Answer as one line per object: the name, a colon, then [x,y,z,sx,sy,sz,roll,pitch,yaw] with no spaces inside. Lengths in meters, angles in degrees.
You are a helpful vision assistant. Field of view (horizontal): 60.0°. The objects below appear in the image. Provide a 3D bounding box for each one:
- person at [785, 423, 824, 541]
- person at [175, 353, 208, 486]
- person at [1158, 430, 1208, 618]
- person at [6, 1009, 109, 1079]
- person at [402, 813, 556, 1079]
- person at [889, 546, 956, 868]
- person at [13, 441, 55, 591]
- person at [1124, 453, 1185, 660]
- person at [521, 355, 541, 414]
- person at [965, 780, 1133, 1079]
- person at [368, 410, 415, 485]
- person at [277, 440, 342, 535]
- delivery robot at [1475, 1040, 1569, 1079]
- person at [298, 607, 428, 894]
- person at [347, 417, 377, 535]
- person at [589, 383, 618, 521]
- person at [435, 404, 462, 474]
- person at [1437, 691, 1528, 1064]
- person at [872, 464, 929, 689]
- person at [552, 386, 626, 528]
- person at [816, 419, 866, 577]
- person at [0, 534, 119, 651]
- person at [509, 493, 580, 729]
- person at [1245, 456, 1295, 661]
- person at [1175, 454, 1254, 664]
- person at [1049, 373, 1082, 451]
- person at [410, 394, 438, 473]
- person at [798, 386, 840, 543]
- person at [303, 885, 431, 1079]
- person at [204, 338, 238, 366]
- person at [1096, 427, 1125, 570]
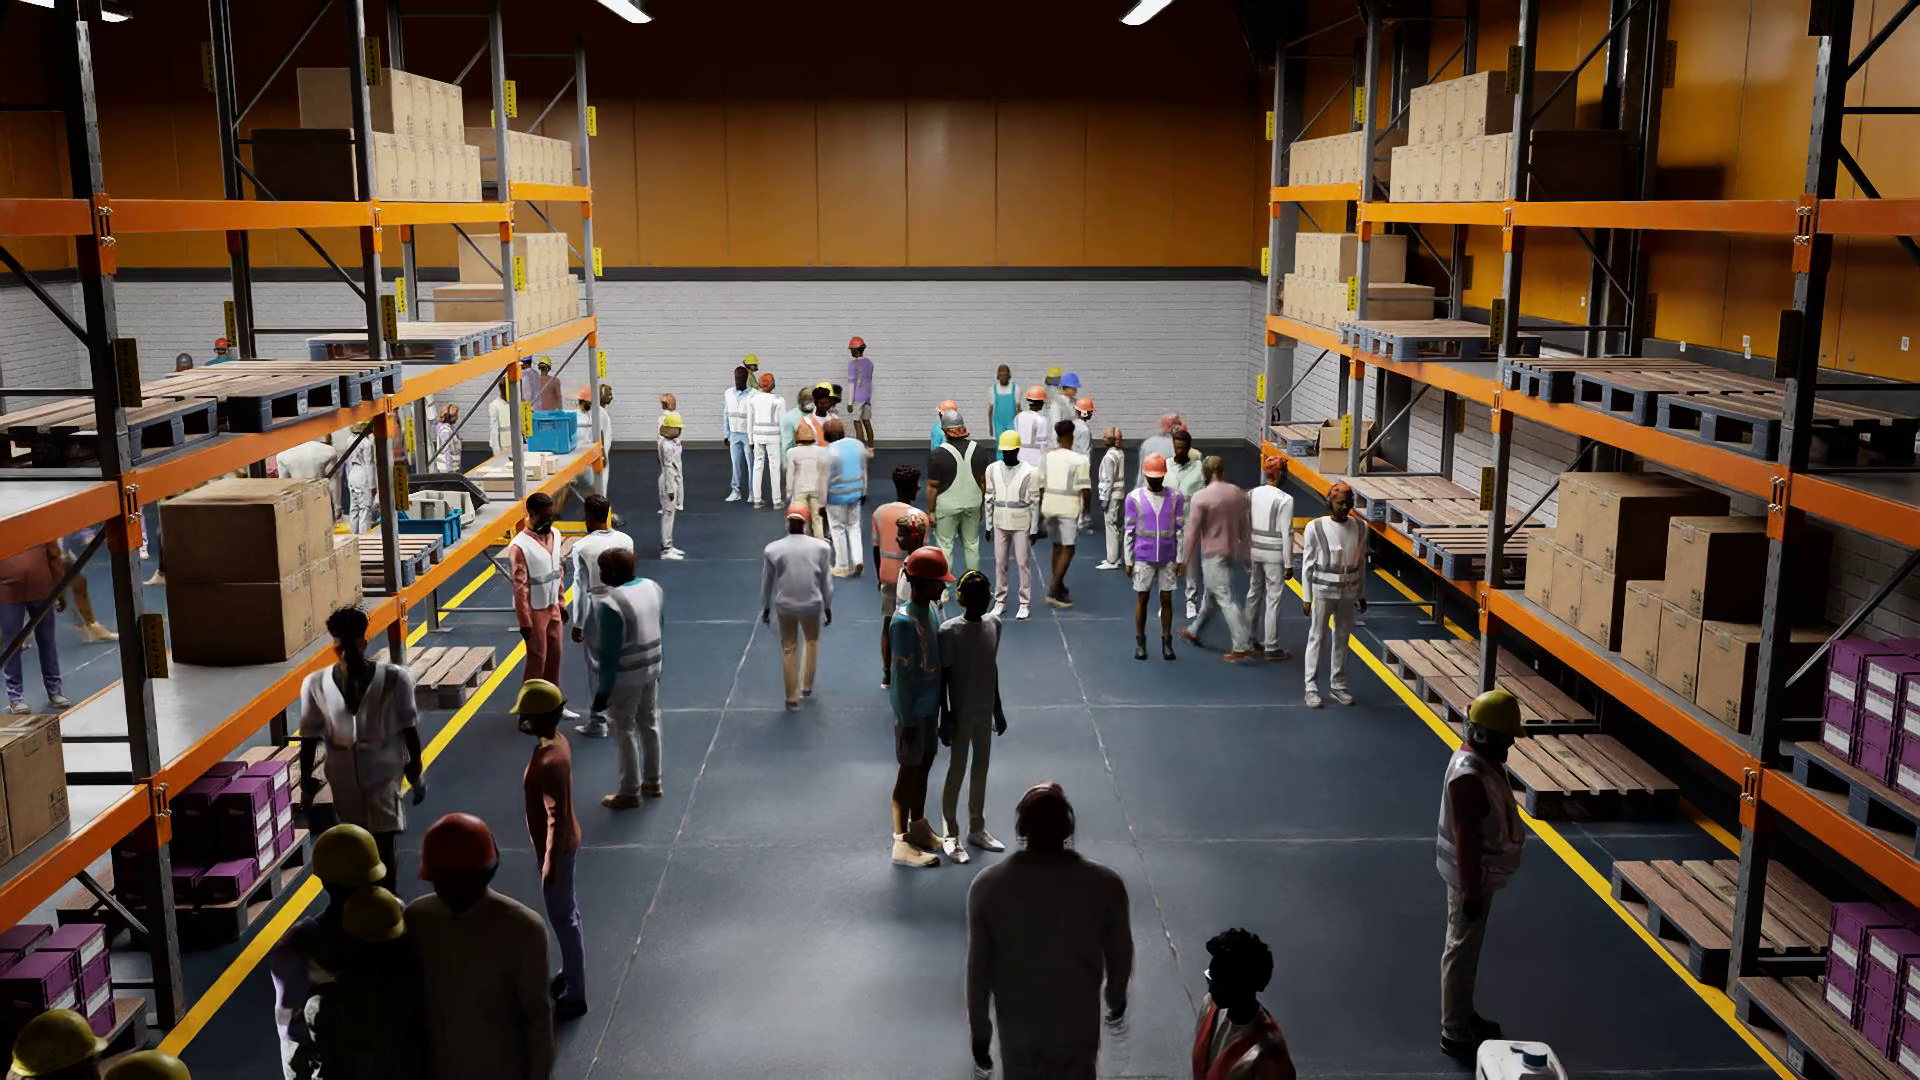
person: [-1.795,-0.554,19.433,0.509,1.631,0.268,-5,12,-24]
person: [-11.233,-1.726,24.285,0.677,2.000,0.535,-3,12,-17]
person: [2.228,-0.167,16.795,0.586,1.914,0.399,3,12,16]
person: [-2.696,2.258,5.084,0.485,1.737,0.318,11,15,43]
person: [-1.768,1.934,6.086,0.617,1.983,0.408,4,12,17]
person: [-0.229,1.038,10.455,0.404,2.035,0.606,4,12,17]
person: [-9.968,-0.311,17.889,0.533,1.765,0.322,2,11,11]
person: [1.775,0.151,15.183,0.548,1.924,0.387,-1,11,-3]
person: [-6.714,-1.996,25.894,0.401,1.943,0.620,0,11,-1]
person: [0.352,1.891,6.625,0.643,1.871,0.971,2,11,10]
person: [-7.362,-0.948,21.427,0.634,1.612,0.574,-4,12,-18]
person: [-6.902,-0.365,17.722,0.631,1.939,0.372,-1,11,-7]
delivery robot: [2.443,2.398,7.110,0.477,0.478,0.707,1,11,5]
person: [-3.317,1.341,9.155,0.644,1.932,0.851,-1,11,-6]
person: [-7.110,-0.687,19.860,0.488,1.735,0.358,10,15,41]
person: [-4.700,-1.136,21.847,0.342,1.838,0.510,-2,12,-12]
person: [-6.562,-0.941,21.383,0.312,1.631,0.528,-10,15,-41]
person: [2.527,1.612,8.099,0.403,1.822,0.588,4,12,21]
person: [-0.482,0.328,14.175,0.609,1.965,0.368,10,15,40]
person: [-4.846,-1.038,21.268,1.002,1.879,0.567,-4,12,-21]
person: [-1.301,-0.455,18.498,0.687,1.816,0.520,-10,15,-42]
person: [-8.537,0.056,15.544,1.070,1.975,0.671,-5,12,-22]
person: [-3.332,0.556,13.192,0.413,1.906,0.600,4,12,18]
person: [2.838,0.161,15.254,0.354,1.876,0.573,-7,13,-32]
person: [2.367,0.160,15.274,0.671,1.873,1.071,-9,14,-38]
person: [1.425,-1.276,22.312,0.470,1.931,0.629,10,15,42]
person: [-8.166,-1.814,25.277,0.417,1.828,0.561,-2,11,-8]
person: [-1.700,-0.913,20.395,0.614,1.963,0.362,-9,14,-38]
person: [-2.091,2.069,6.038,0.486,1.736,0.328,-10,15,-40]
person: [-12.121,-2.344,27.498,0.609,1.996,0.379,-4,12,-18]
person: [1.738,-0.480,19.037,0.306,1.645,0.523,4,12,18]
